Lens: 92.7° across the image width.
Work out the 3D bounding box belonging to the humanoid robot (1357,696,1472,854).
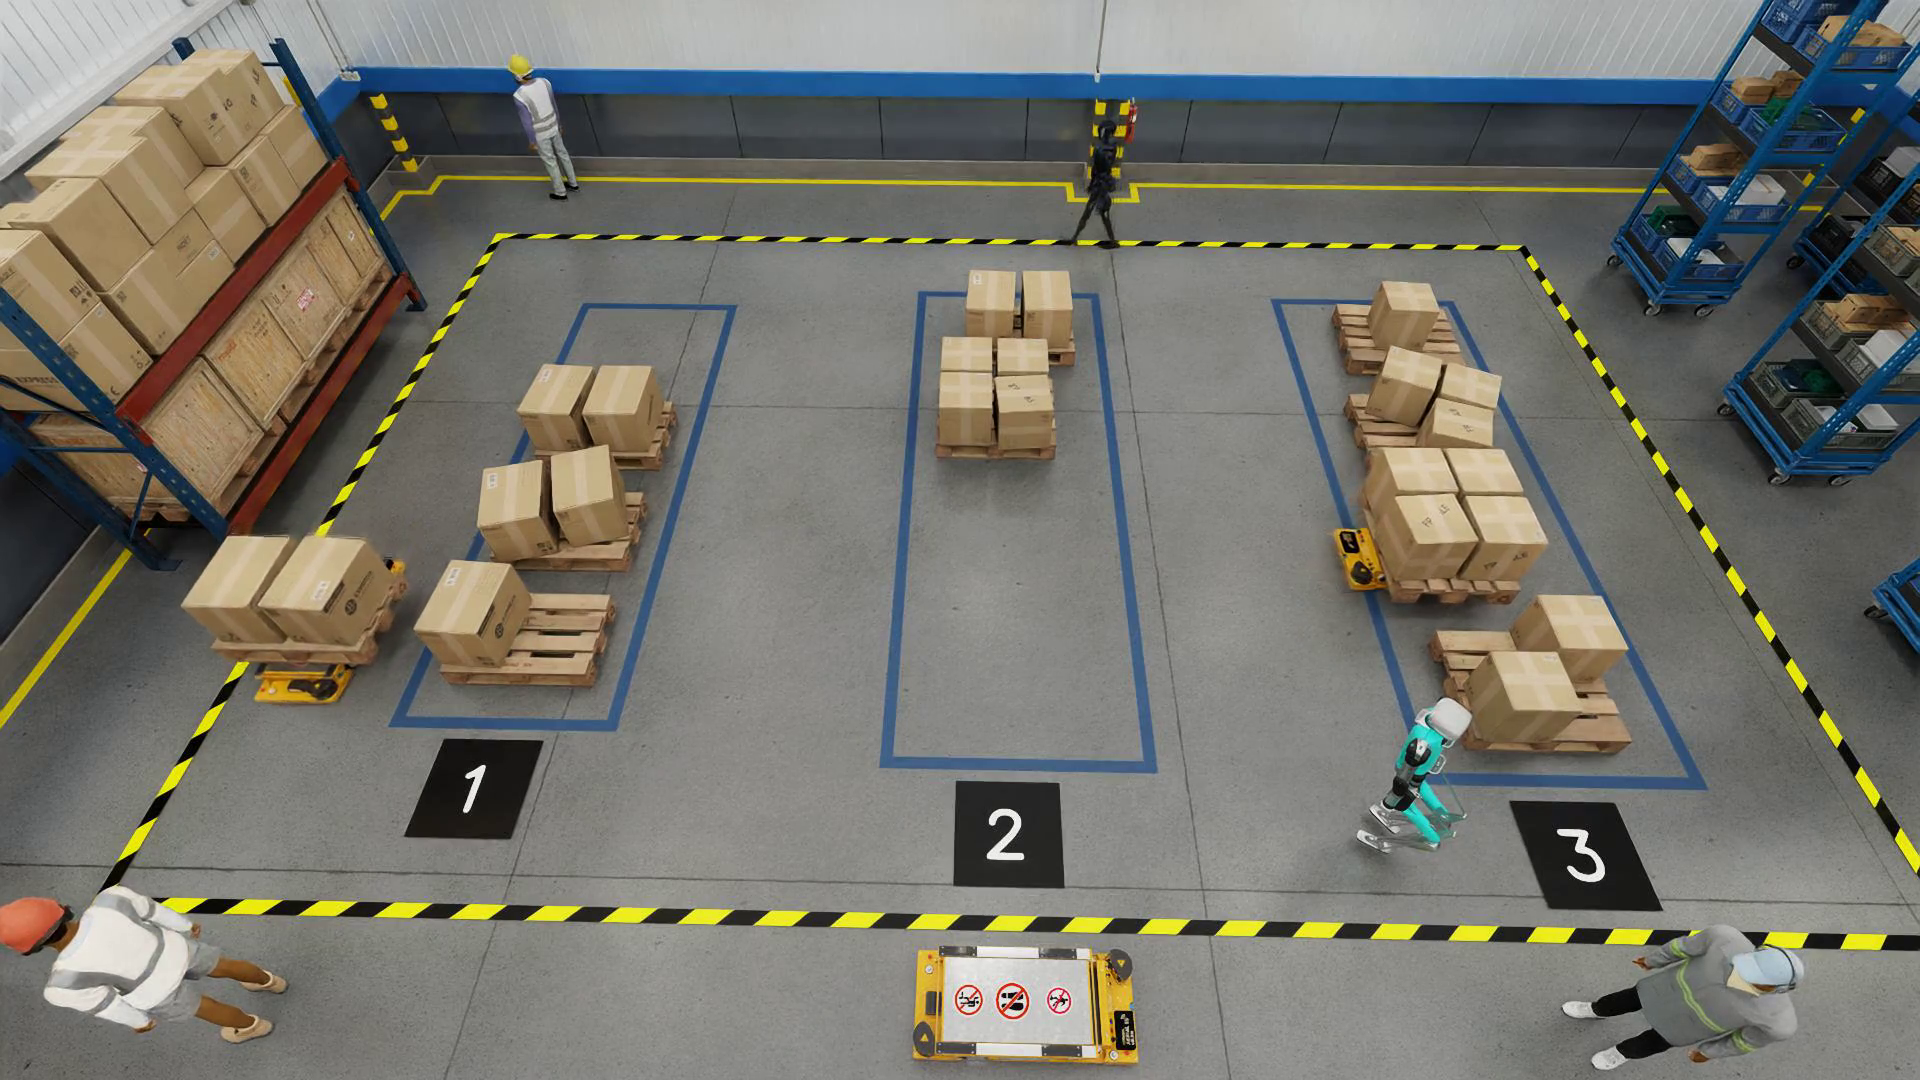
[{"bbox_3d":[3.143,1.682,6.078,0.735,1.681,0.533,35,59,25],"label":"humanoid robot"}]

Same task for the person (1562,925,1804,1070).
[{"bbox_3d":[4.154,2.675,5.283,0.396,1.850,0.596,-7,51,-6],"label":"person"}]

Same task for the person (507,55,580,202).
[{"bbox_3d":[-5.358,-5.272,11.771,0.404,1.836,0.597,19,53,15],"label":"person"}]

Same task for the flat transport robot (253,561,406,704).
[{"bbox_3d":[-5.411,0.729,7.874,0.652,0.197,1.431,1,51,1],"label":"flat transport robot"}]

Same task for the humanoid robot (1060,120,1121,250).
[{"bbox_3d":[1.664,-4.228,11.052,0.764,1.627,0.591,-7,51,-5],"label":"humanoid robot"}]

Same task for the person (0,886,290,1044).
[{"bbox_3d":[-4.681,2.497,5.308,0.384,2.039,0.613,-2,51,-1],"label":"person"}]

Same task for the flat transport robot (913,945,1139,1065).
[{"bbox_3d":[0.422,3.041,6.007,1.431,0.231,0.659,1,51,1],"label":"flat transport robot"}]

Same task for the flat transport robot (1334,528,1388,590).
[{"bbox_3d":[4.225,0.147,8.348,1.431,0.197,0.652,1,51,1],"label":"flat transport robot"}]
